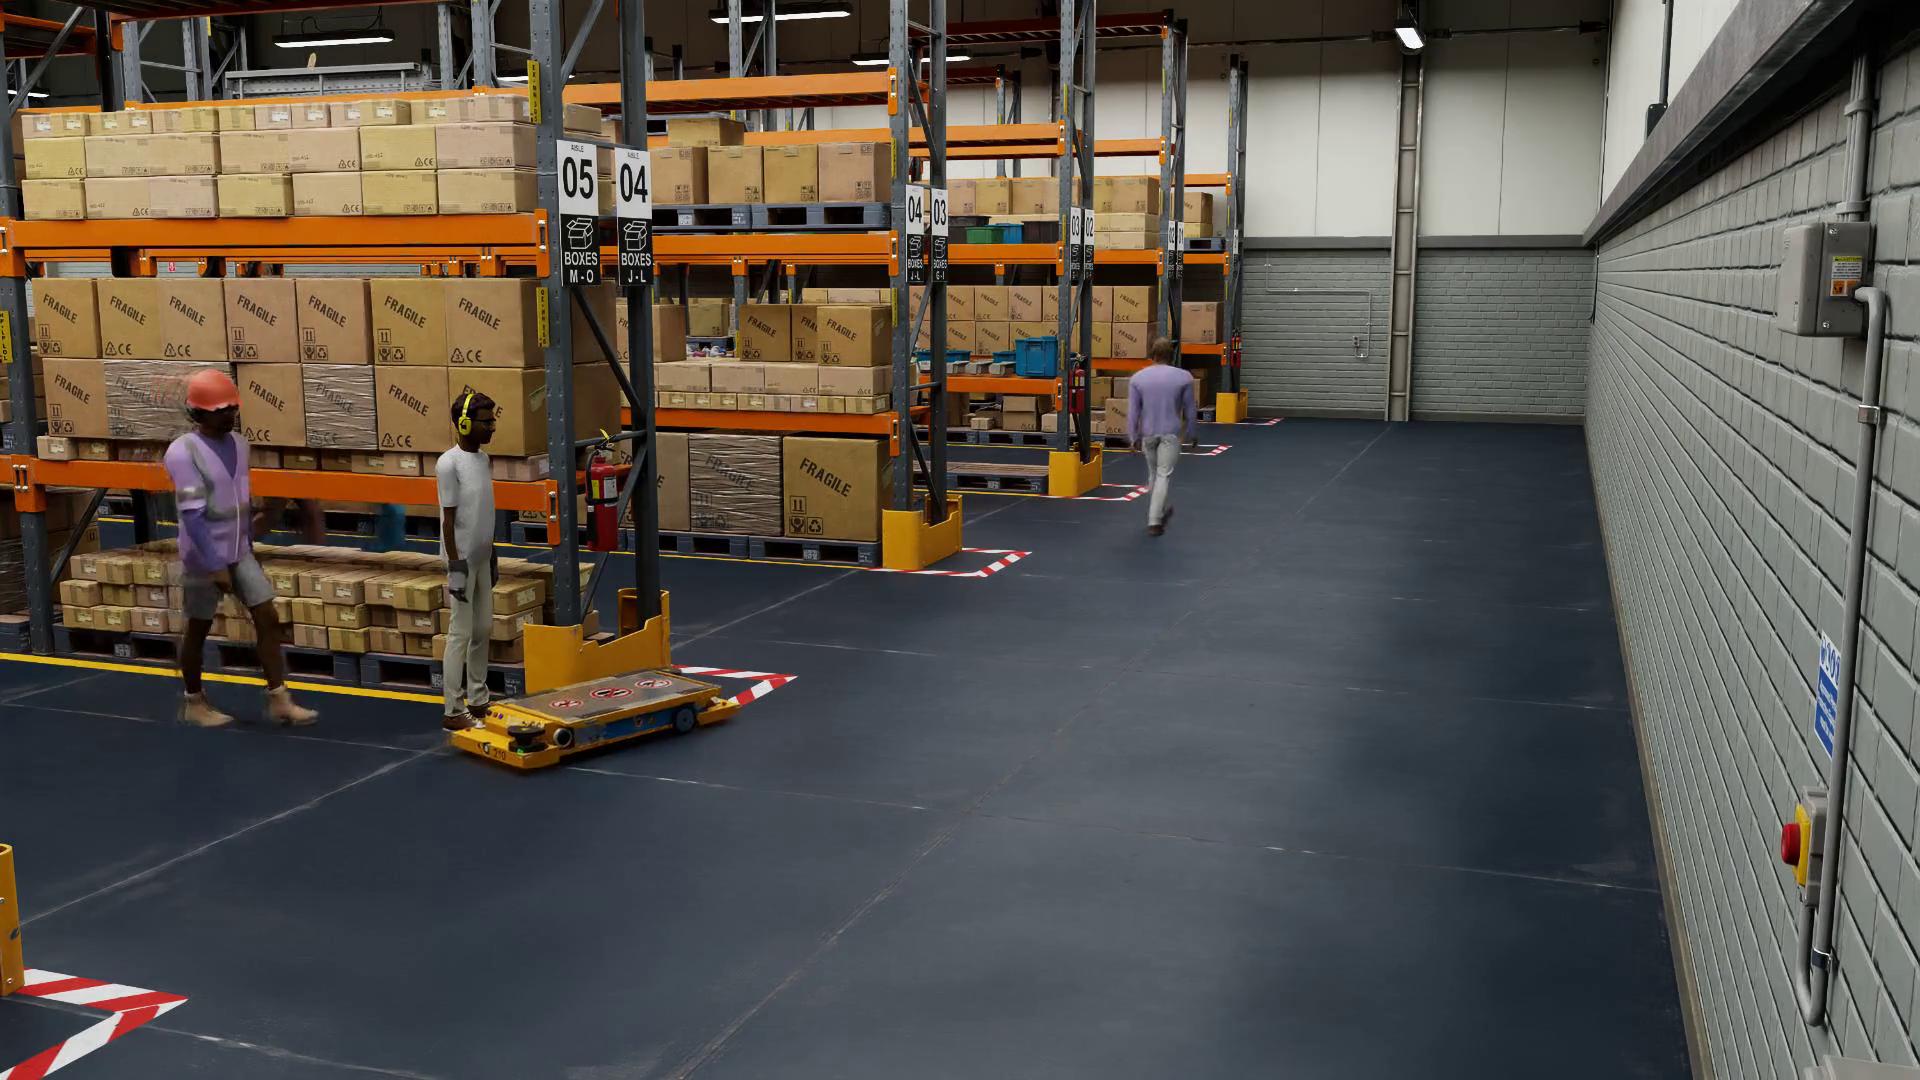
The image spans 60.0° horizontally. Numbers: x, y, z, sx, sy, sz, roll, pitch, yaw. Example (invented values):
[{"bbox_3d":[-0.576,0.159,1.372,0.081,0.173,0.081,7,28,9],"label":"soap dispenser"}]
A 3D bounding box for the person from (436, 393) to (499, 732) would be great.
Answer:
[{"bbox_3d":[-2.673,0.125,9.119,0.325,1.860,0.515,2,9,12],"label":"person"}]

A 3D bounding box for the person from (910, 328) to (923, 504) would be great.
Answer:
[{"bbox_3d":[-0.604,-1.365,18.156,0.371,1.941,0.627,2,9,13],"label":"person"}]

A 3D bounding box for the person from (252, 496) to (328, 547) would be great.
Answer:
[{"bbox_3d":[-5.538,-0.575,13.514,0.969,1.862,0.661,-1,9,-6],"label":"person"}]

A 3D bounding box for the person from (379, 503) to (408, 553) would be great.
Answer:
[{"bbox_3d":[-4.518,-0.564,13.495,0.685,1.822,0.578,3,10,20],"label":"person"}]

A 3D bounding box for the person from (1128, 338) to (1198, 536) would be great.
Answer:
[{"bbox_3d":[1.971,-1.012,16.128,0.630,1.879,1.033,4,10,23],"label":"person"}]

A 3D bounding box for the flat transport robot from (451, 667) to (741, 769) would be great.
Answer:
[{"bbox_3d":[-1.941,0.935,8.990,0.652,0.197,1.431,8,12,41],"label":"flat transport robot"}]

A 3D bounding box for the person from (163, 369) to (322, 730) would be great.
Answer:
[{"bbox_3d":[-3.915,0.079,8.964,0.943,1.987,0.621,3,10,18],"label":"person"}]
